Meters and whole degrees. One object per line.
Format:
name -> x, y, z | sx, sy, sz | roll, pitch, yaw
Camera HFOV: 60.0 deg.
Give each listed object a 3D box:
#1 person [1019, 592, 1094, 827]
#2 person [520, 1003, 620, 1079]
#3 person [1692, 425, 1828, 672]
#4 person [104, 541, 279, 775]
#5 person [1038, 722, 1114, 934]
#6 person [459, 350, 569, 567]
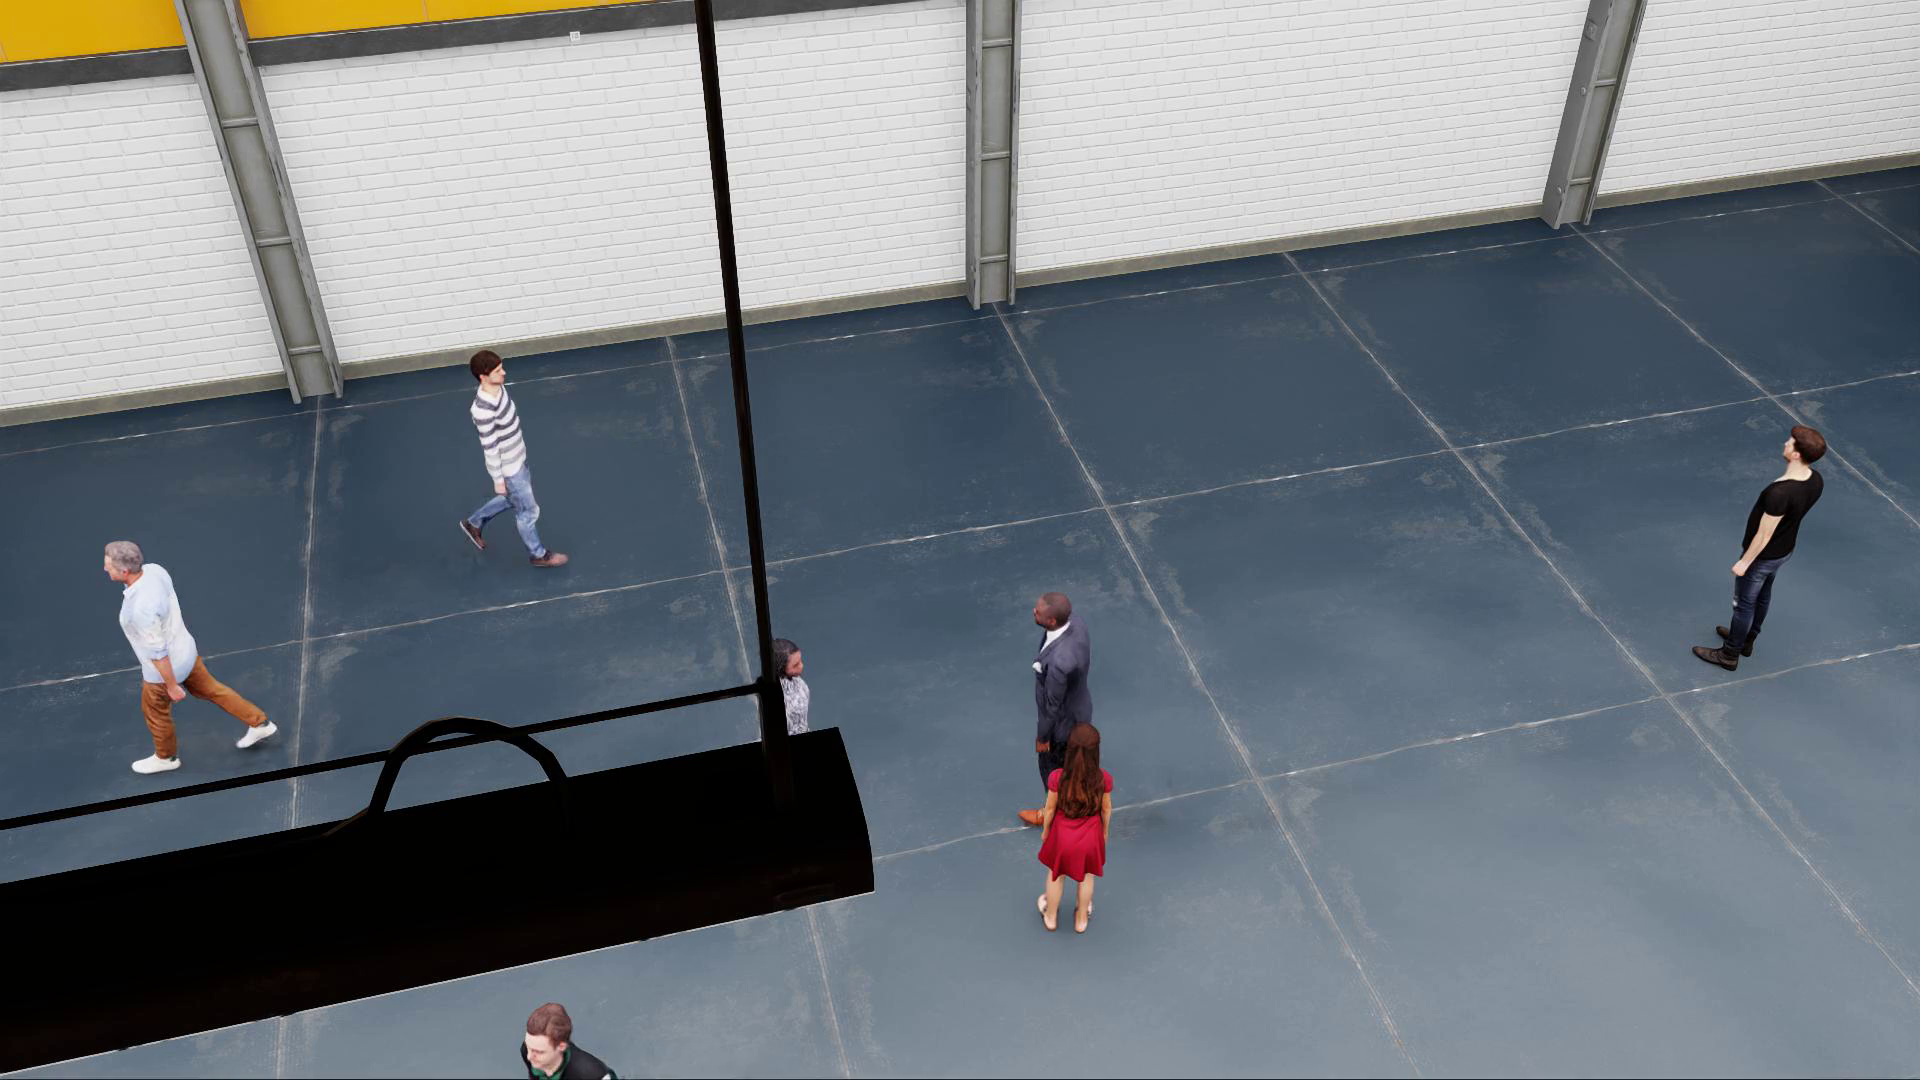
person -> 0.684, 1.053, 9.924 | 0.927, 1.805, 0.891 | 6, 39, 8
person -> -1.728, 2.744, 7.791 | 0.974, 1.825, 1.034 | 20, 43, 23
person -> 5.389, 0.065, 11.087 | 0.669, 1.897, 0.818 | -27, 46, -30
person -> -4.837, 0.718, 10.352 | 1.144, 1.794, 0.744 | -6, 39, -8
person -> 0.650, 1.648, 9.383 | 0.594, 1.551, 0.667 | -3, 39, -3
person -> -3.332, -0.551, 11.911 | 1.075, 1.832, 0.806 | -1, 39, -1
